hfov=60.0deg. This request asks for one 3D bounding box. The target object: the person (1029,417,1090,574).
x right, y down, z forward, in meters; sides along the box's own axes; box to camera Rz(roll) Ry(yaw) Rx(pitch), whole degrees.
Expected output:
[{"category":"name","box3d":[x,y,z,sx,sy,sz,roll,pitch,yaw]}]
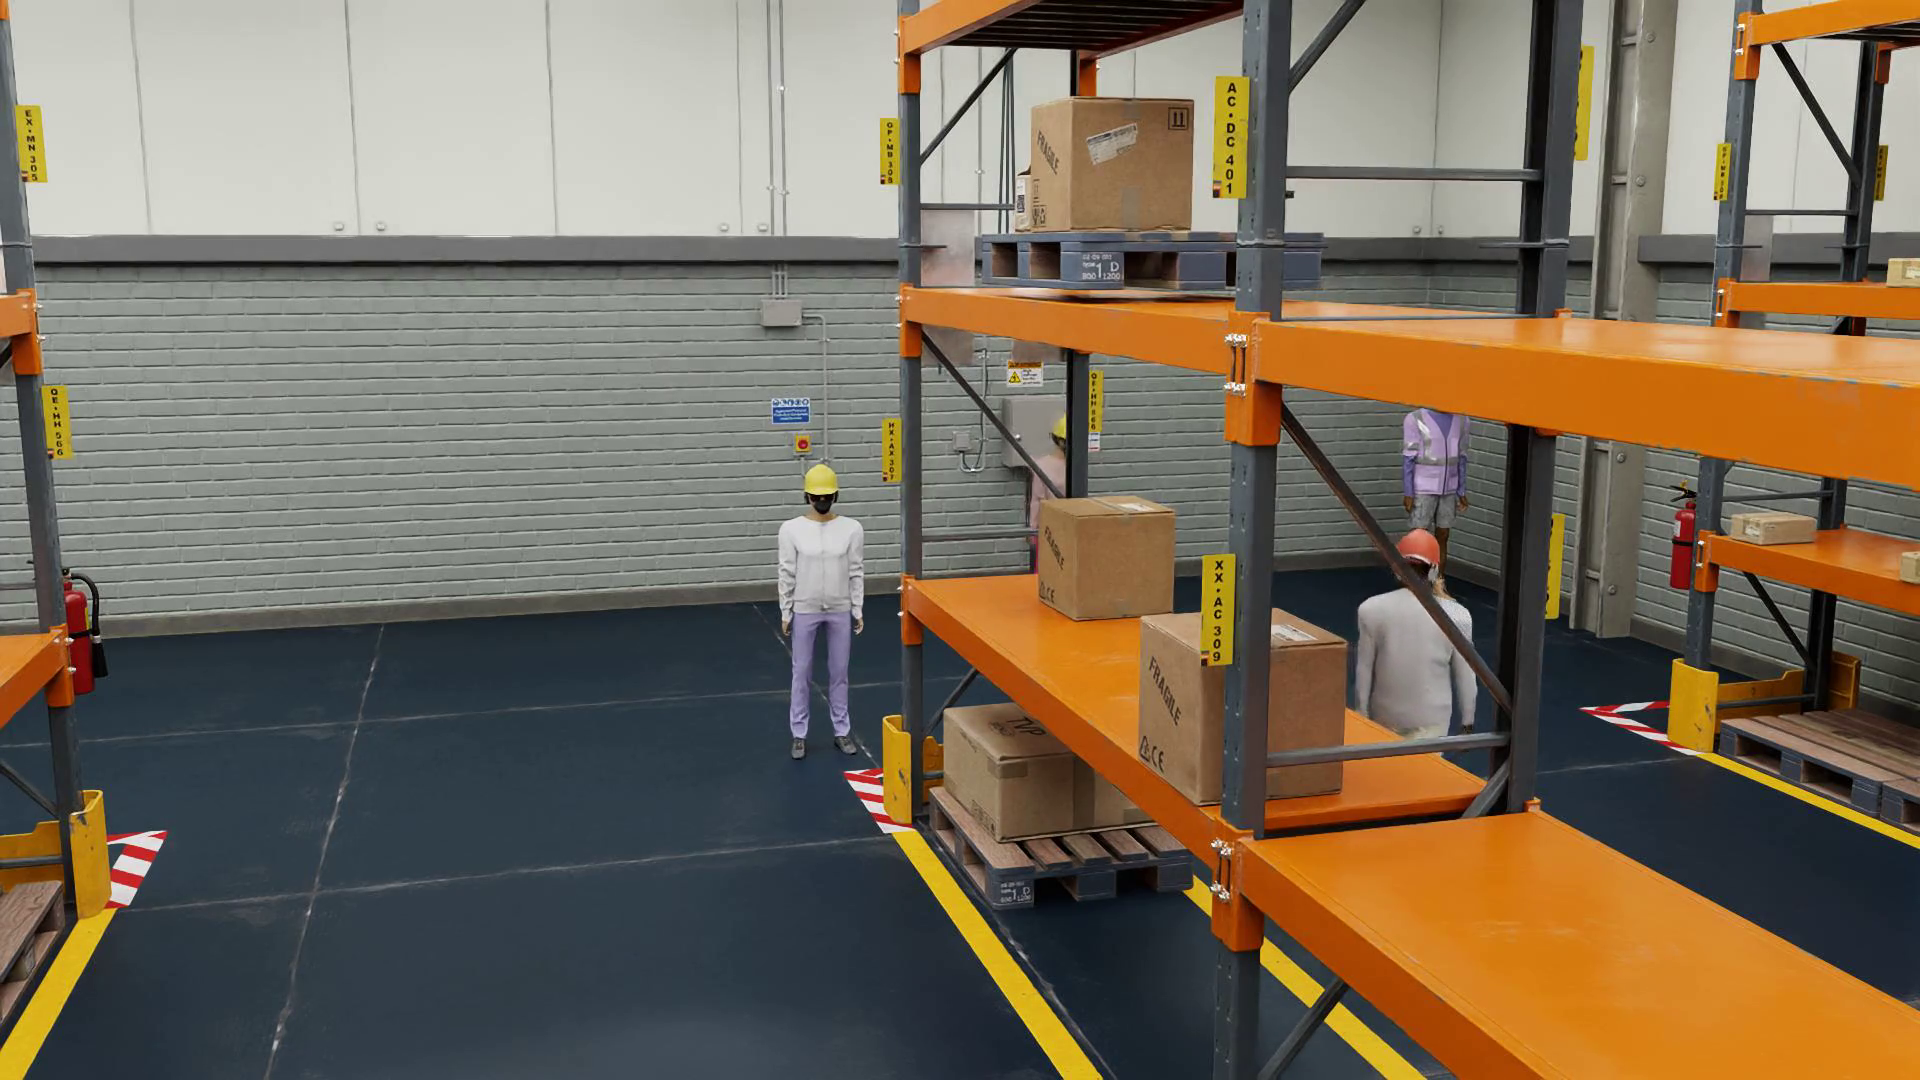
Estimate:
[{"category":"person","box3d":[0.805,-0.116,13.150,0.550,1.720,0.705,-5,11,-25]}]

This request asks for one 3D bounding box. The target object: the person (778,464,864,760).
[{"category":"person","box3d":[-0.821,0.426,9.927,0.525,1.769,0.310,-3,10,-16]}]

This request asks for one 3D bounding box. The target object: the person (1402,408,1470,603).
[{"category":"person","box3d":[4.025,-0.436,14.052,0.608,2.044,0.372,-3,10,-16]}]

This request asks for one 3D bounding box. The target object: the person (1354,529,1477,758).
[{"category":"person","box3d":[2.149,0.807,7.925,0.567,1.715,0.862,6,12,32]}]
